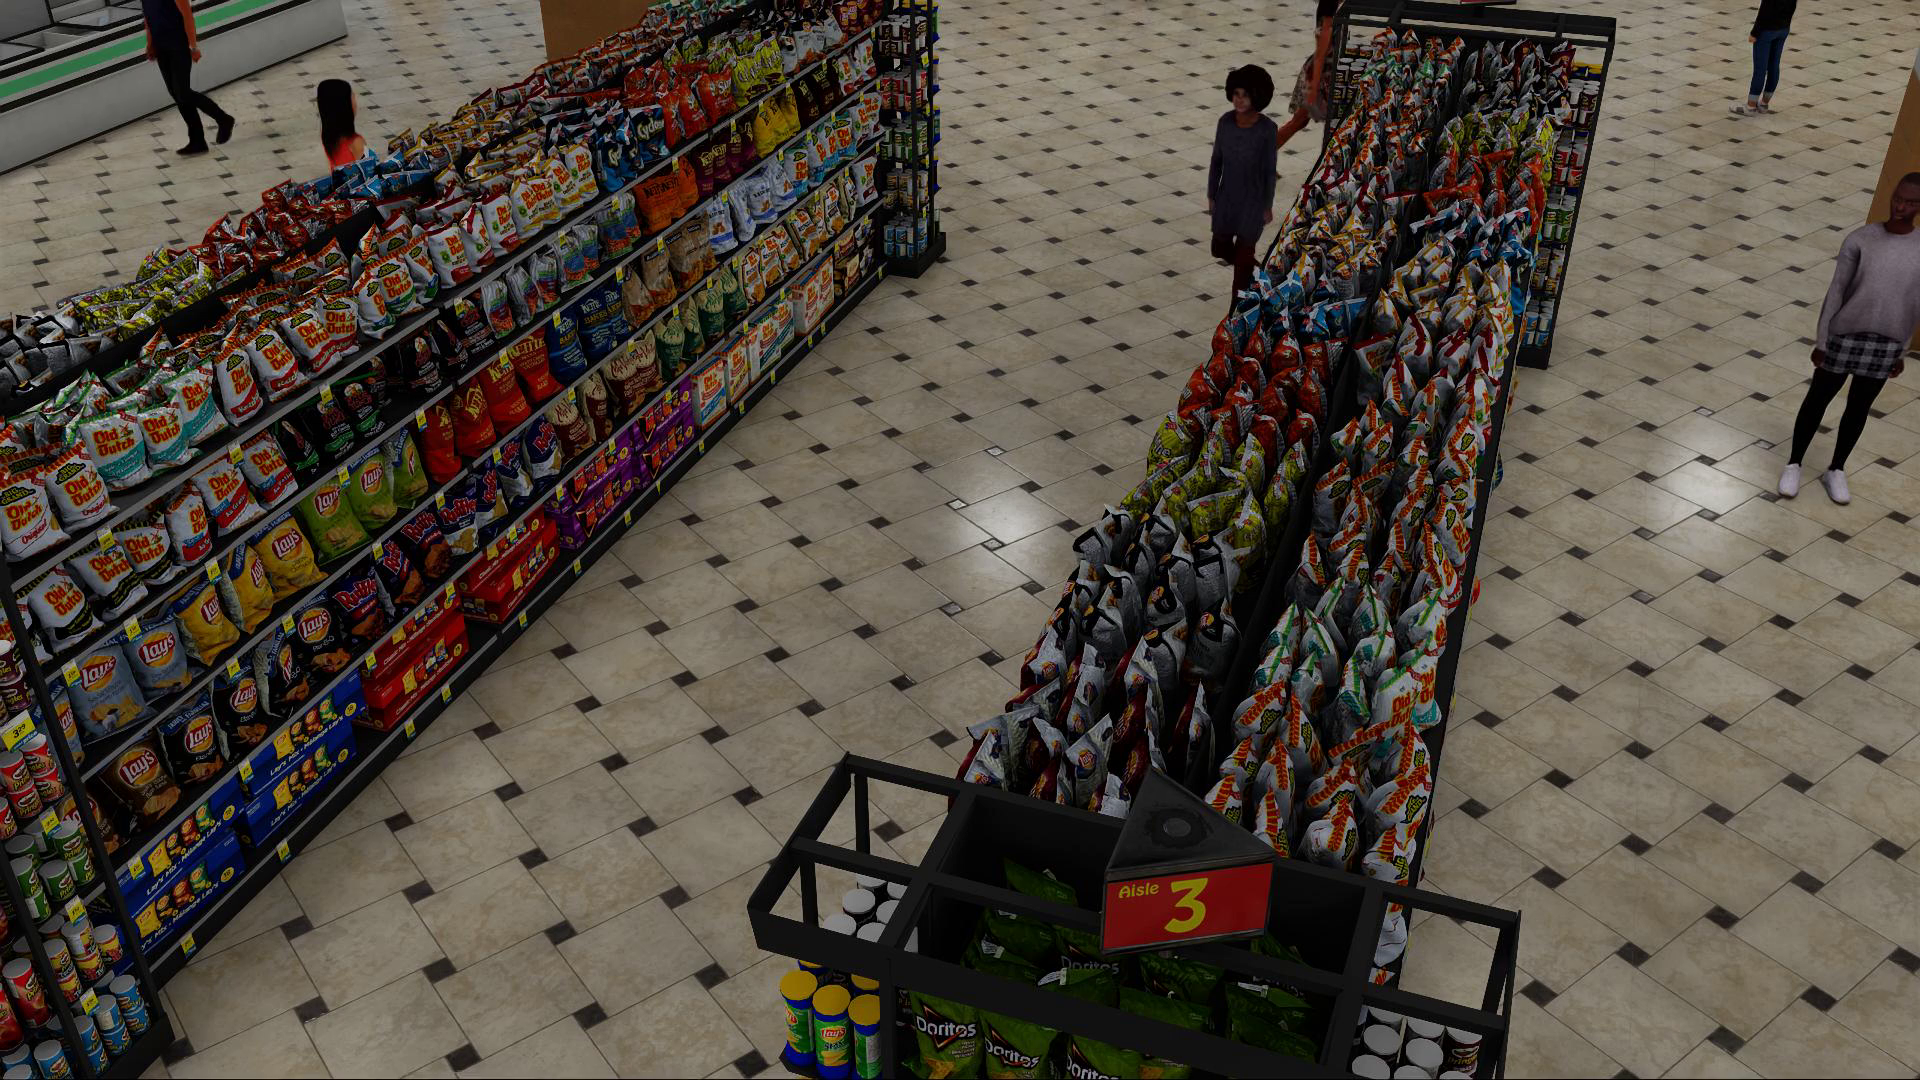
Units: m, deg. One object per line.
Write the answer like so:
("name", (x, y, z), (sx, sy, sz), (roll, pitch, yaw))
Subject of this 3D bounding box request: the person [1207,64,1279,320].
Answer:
("person", (1.793, -2.103, 10.307), (0.713, 1.694, 0.898), (20, 37, 29))

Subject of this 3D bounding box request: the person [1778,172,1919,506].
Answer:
("person", (4.616, -1.028, 8.505), (0.618, 1.772, 0.529), (9, 33, 14))

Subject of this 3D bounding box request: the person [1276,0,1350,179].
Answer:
("person", (2.628, -3.436, 12.542), (0.800, 1.596, 1.104), (6, 32, 10))

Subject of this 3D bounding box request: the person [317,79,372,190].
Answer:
("person", (-3.604, -1.863, 9.910), (0.749, 1.705, 0.905), (22, 38, 31))

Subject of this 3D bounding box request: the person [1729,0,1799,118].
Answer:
("person", (6.917, -4.360, 14.132), (0.632, 1.485, 0.696), (-15, 35, -22))

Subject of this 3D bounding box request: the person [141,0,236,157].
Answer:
("person", (-6.163, -3.950, 13.194), (0.744, 1.778, 0.822), (20, 37, 28))
